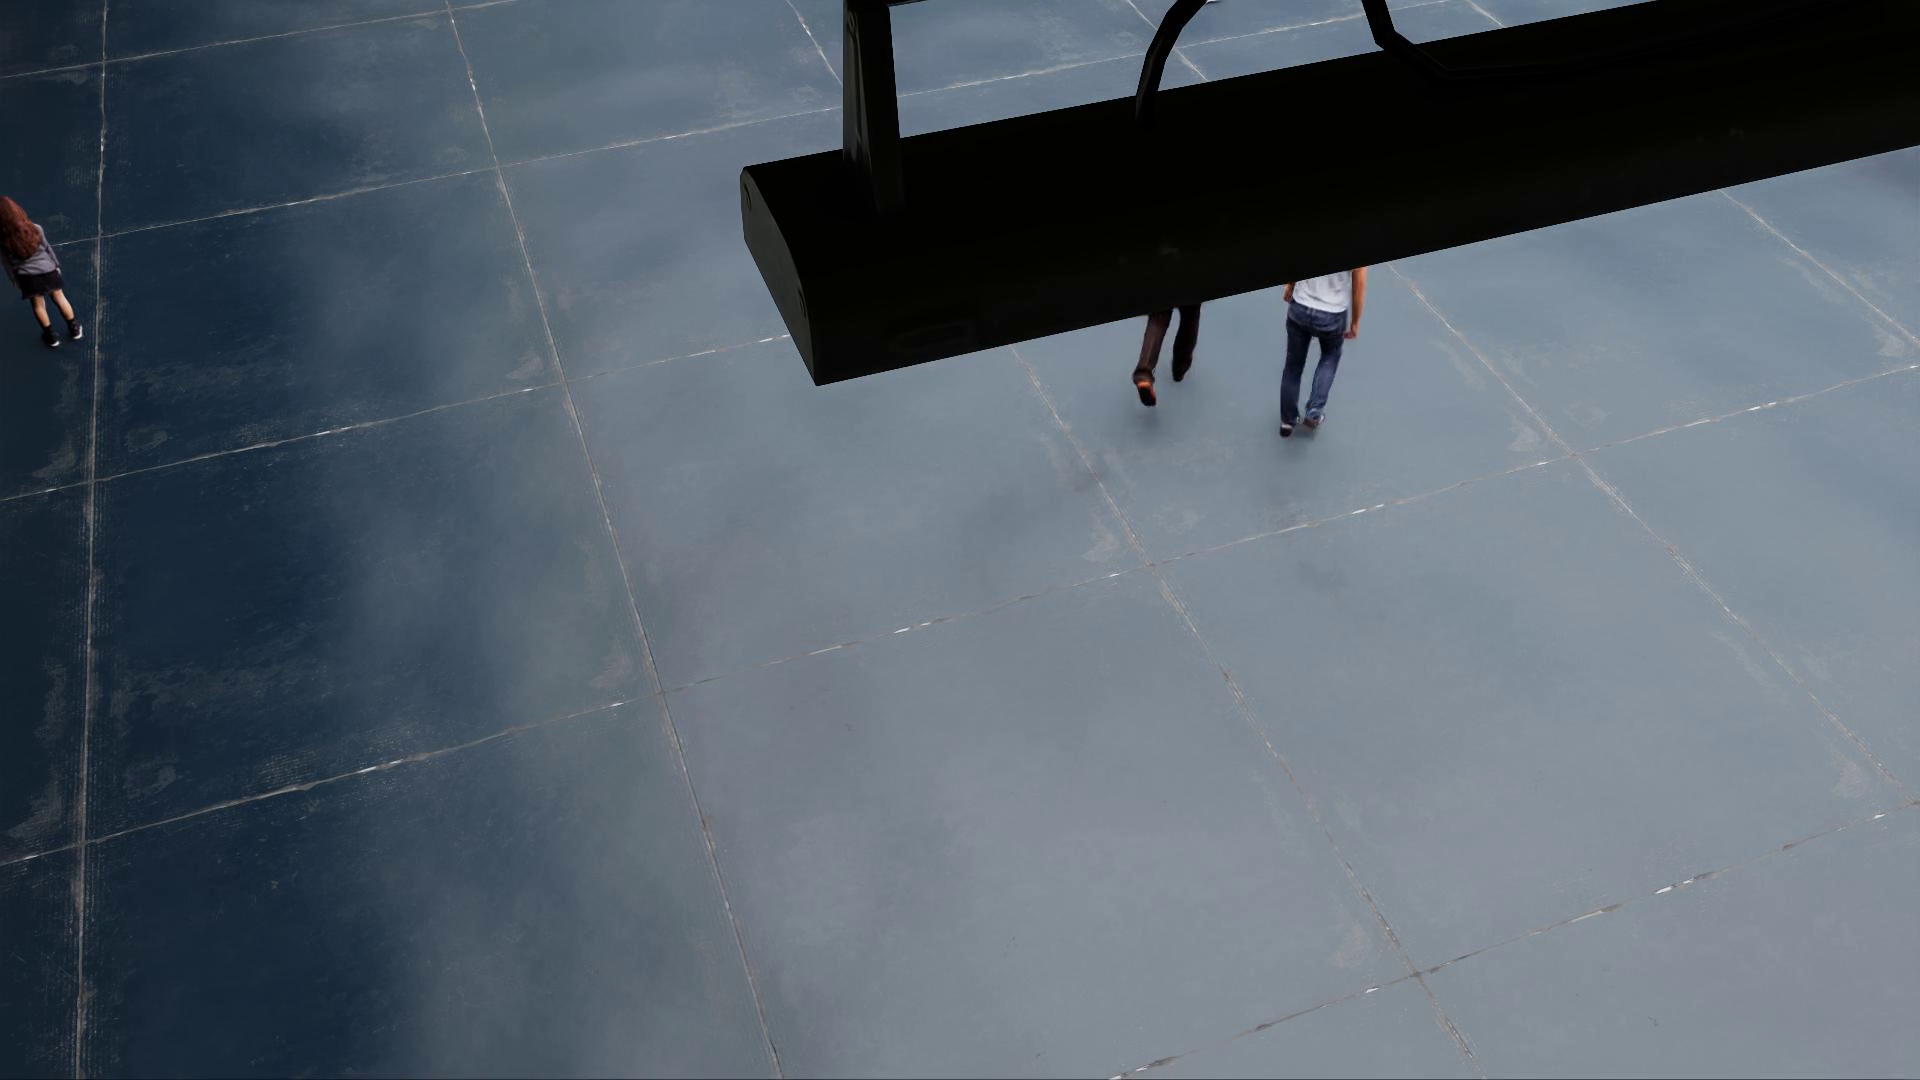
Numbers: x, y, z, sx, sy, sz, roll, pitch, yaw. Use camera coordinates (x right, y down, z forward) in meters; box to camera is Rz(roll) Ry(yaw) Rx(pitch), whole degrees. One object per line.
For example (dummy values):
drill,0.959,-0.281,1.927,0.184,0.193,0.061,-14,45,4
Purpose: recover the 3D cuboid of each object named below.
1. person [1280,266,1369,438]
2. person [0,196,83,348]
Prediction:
person,2.187,-1.369,10.262,0.781,1.850,0.826,13,45,14
person,-6.300,-1.837,11.311,0.523,1.103,0.523,-27,49,-26
